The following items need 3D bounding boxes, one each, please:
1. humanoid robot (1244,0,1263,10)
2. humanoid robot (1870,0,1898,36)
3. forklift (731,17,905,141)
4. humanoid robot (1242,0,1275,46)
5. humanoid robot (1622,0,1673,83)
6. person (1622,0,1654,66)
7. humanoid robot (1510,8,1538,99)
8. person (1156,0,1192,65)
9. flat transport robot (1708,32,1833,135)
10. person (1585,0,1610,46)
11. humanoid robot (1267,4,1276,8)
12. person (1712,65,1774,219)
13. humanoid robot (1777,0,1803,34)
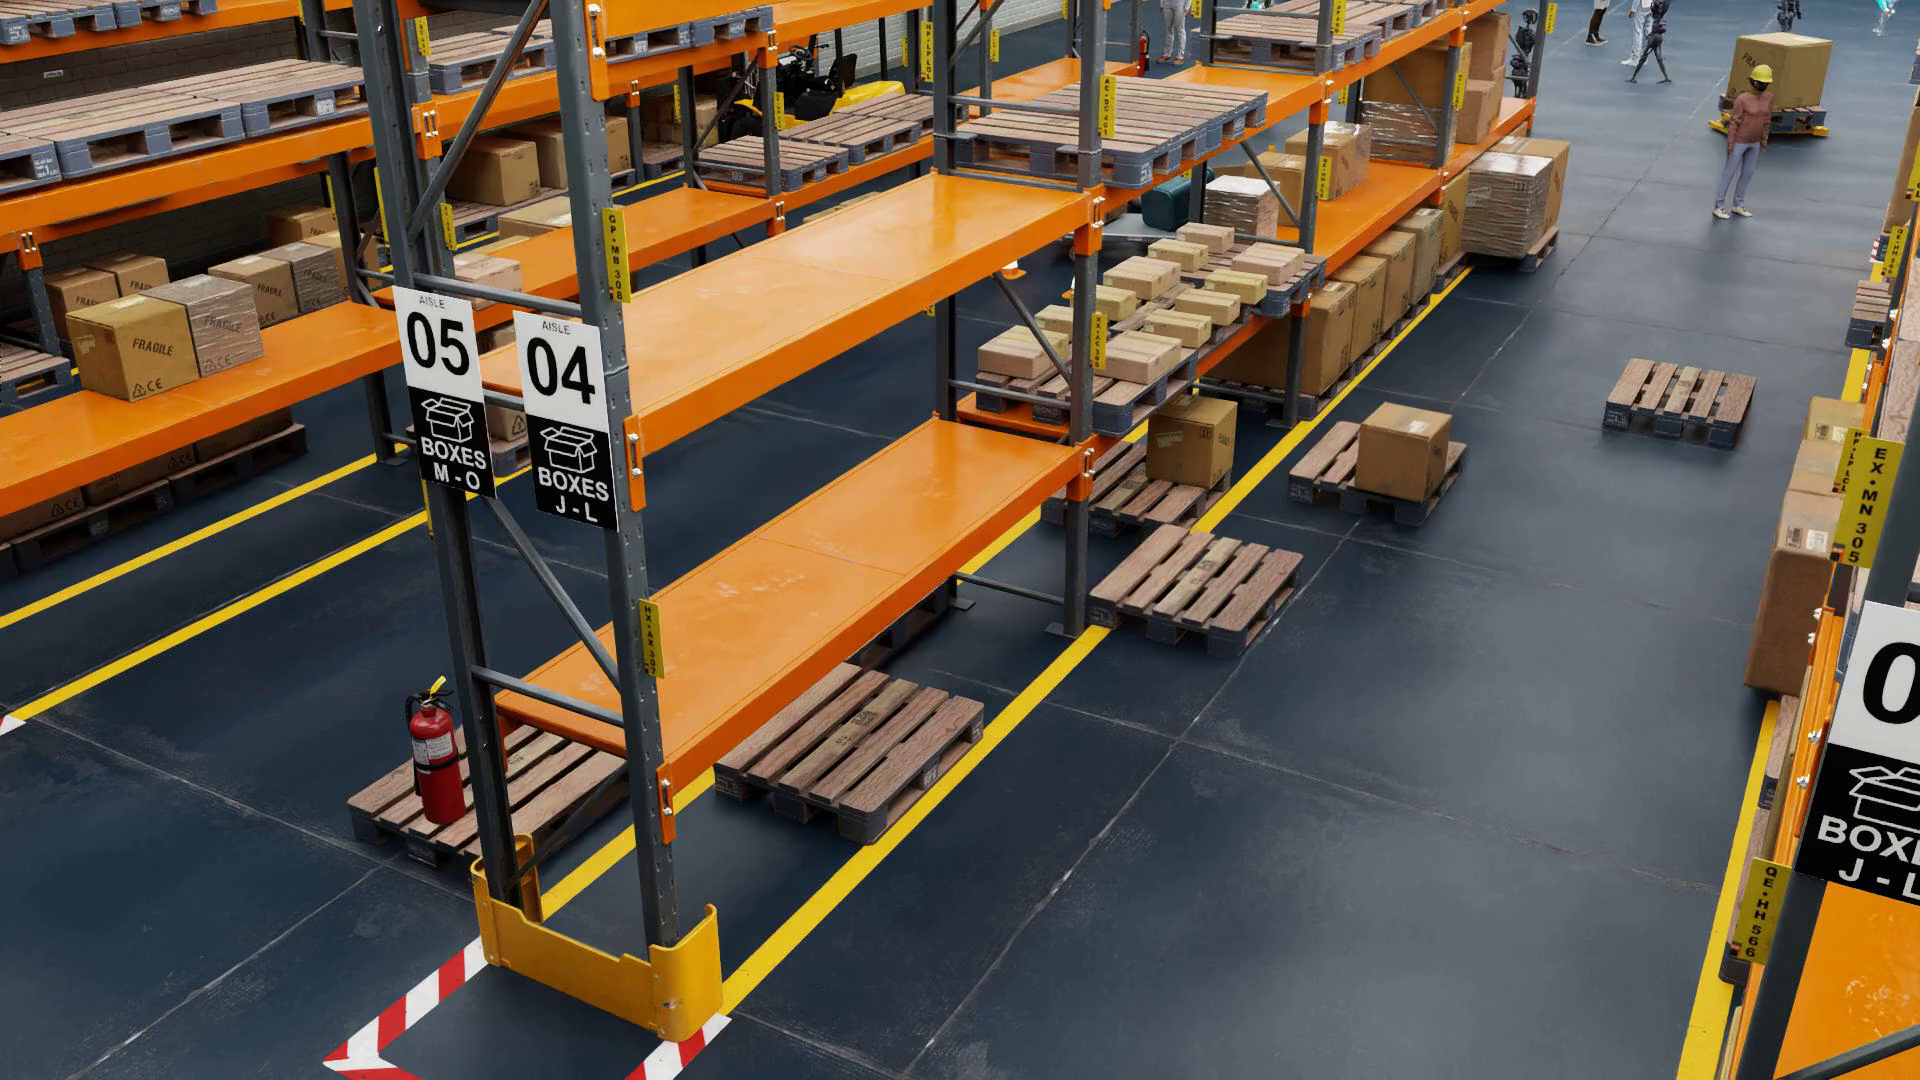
[{"bbox_3d":[5.781,-10.762,32.016,0.767,1.791,0.550,21,33,37],"label":"humanoid robot"},{"bbox_3d":[17.474,-10.351,31.254,0.532,1.863,0.786,-11,28,-22],"label":"humanoid robot"},{"bbox_3d":[-1.819,-5.975,21.543,2.313,2.155,1.214,14,29,26],"label":"forklift"},{"bbox_3d":[5.160,-9.293,28.997,0.548,1.789,0.856,18,31,33],"label":"humanoid robot"},{"bbox_3d":[11.187,-8.170,26.746,0.784,1.623,0.601,9,27,19],"label":"humanoid robot"},{"bbox_3d":[11.644,-9.047,28.241,0.593,1.917,0.372,-12,28,-24],"label":"person"},{"bbox_3d":[7.993,-6.699,23.633,0.331,1.645,0.598,5,26,10],"label":"humanoid robot"},{"bbox_3d":[3.664,-9.093,28.312,0.630,1.938,0.359,23,34,39],"label":"person"},{"bbox_3d":[11.474,-5.893,23.587,1.431,0.231,0.659,0,26,0],"label":"flat transport robot"},{"bbox_3d":[11.731,-10.003,30.192,0.377,1.958,0.596,17,30,31],"label":"person"},{"bbox_3d":[4.445,-6.910,24.096,0.609,1.633,0.646,18,31,33],"label":"humanoid robot"},{"bbox_3d":[9.061,-4.574,19.138,0.519,1.759,0.345,-8,27,-16],"label":"person"},{"bbox_3d":[14.332,-9.187,28.816,0.593,1.647,0.420,-21,33,-36],"label":"humanoid robot"}]
